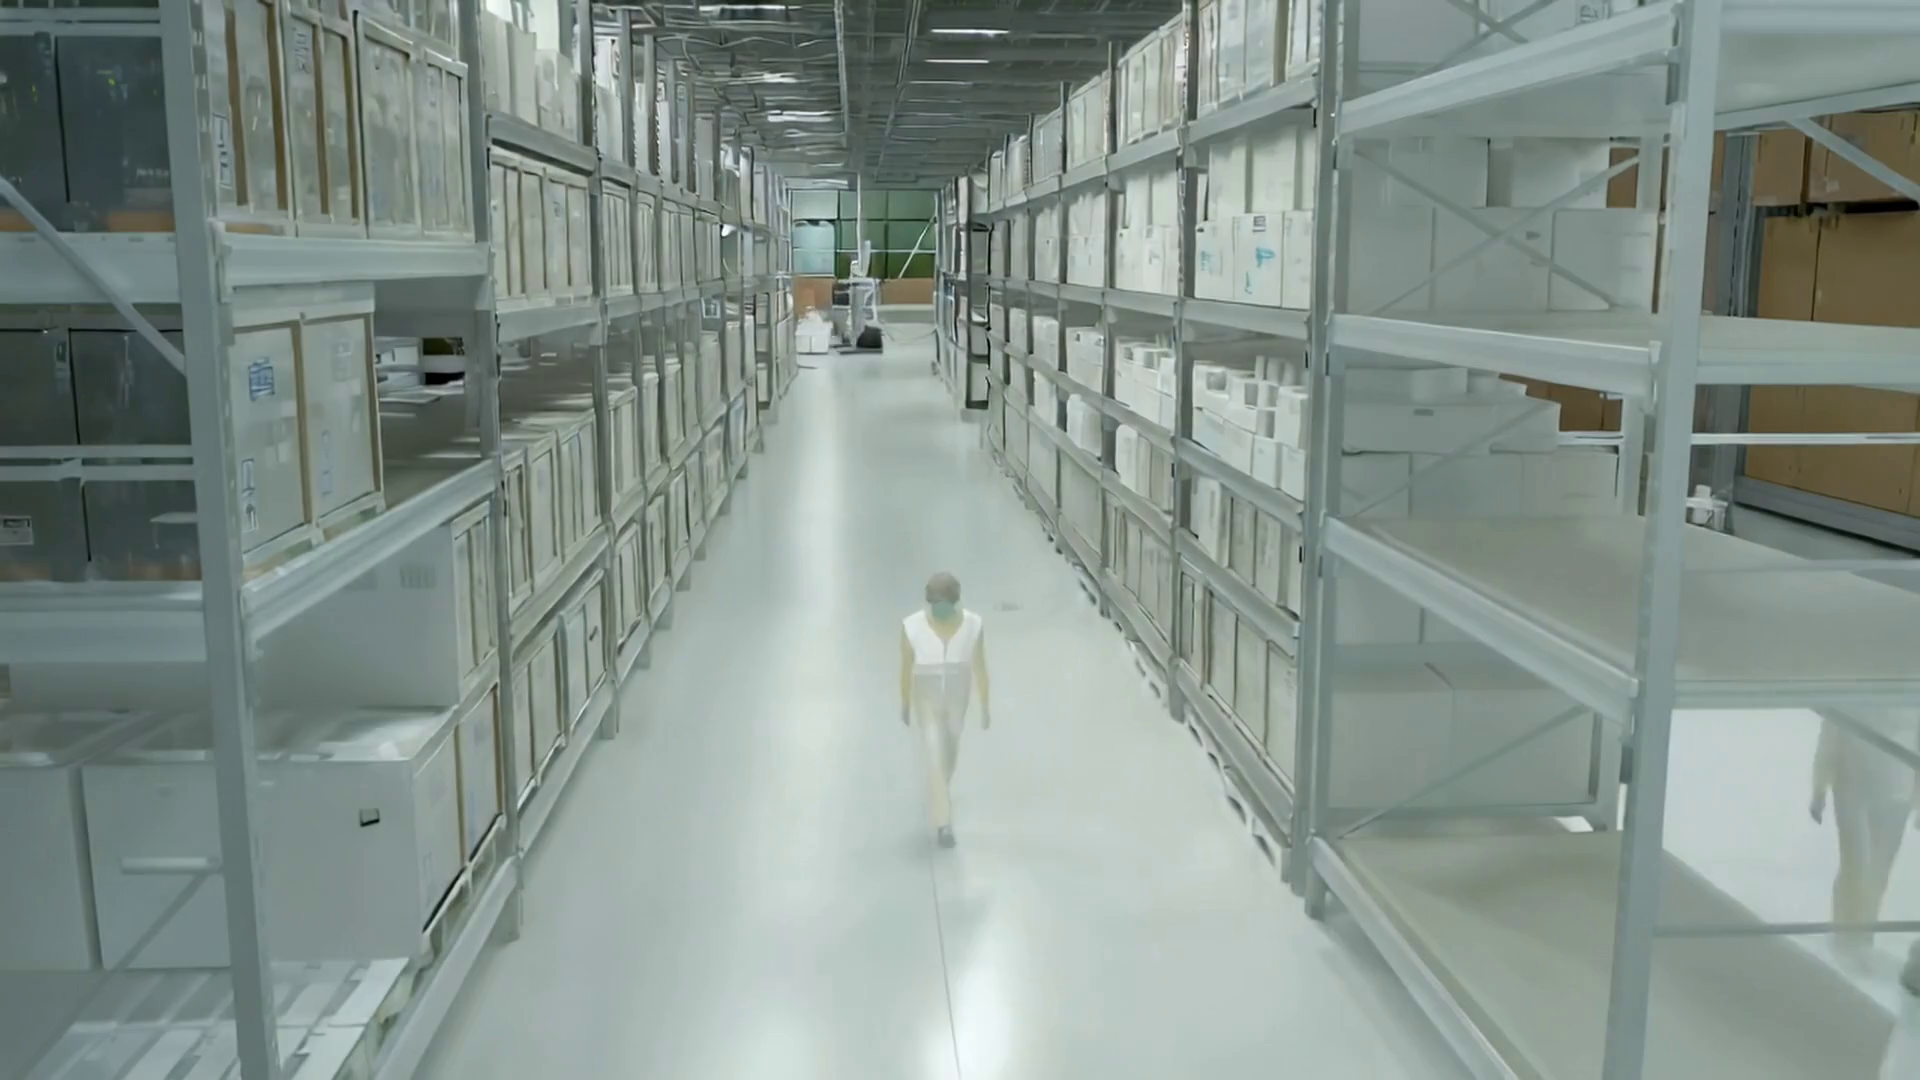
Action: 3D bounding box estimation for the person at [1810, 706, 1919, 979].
[{"bbox_3d":[4.950,1.380,8.886,0.653,1.979,0.573,0,10,1],"label":"person"}]

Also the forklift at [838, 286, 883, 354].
[{"bbox_3d":[-4.142,-9.110,68.883,1.873,2.768,1.129,-1,10,-3],"label":"forklift"}]

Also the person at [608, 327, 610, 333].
[{"bbox_3d":[-12.421,-6.722,58.383,0.548,1.604,0.766,-8,13,-41],"label":"person"}]

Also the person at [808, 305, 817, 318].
[{"bbox_3d":[-6.402,-9.287,72.748,0.542,1.939,0.365,9,13,44],"label":"person"}]

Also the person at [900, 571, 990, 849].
[{"bbox_3d":[-0.112,1.076,11.261,0.584,1.803,0.968,-2,10,-11],"label":"person"}]

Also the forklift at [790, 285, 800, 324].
[{"bbox_3d":[-7.607,-10.009,74.257,1.129,2.768,1.873,5,11,30],"label":"forklift"}]

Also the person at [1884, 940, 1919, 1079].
[{"bbox_3d":[2.827,2.097,4.982,0.966,1.860,0.673,0,10,-1],"label":"person"}]
